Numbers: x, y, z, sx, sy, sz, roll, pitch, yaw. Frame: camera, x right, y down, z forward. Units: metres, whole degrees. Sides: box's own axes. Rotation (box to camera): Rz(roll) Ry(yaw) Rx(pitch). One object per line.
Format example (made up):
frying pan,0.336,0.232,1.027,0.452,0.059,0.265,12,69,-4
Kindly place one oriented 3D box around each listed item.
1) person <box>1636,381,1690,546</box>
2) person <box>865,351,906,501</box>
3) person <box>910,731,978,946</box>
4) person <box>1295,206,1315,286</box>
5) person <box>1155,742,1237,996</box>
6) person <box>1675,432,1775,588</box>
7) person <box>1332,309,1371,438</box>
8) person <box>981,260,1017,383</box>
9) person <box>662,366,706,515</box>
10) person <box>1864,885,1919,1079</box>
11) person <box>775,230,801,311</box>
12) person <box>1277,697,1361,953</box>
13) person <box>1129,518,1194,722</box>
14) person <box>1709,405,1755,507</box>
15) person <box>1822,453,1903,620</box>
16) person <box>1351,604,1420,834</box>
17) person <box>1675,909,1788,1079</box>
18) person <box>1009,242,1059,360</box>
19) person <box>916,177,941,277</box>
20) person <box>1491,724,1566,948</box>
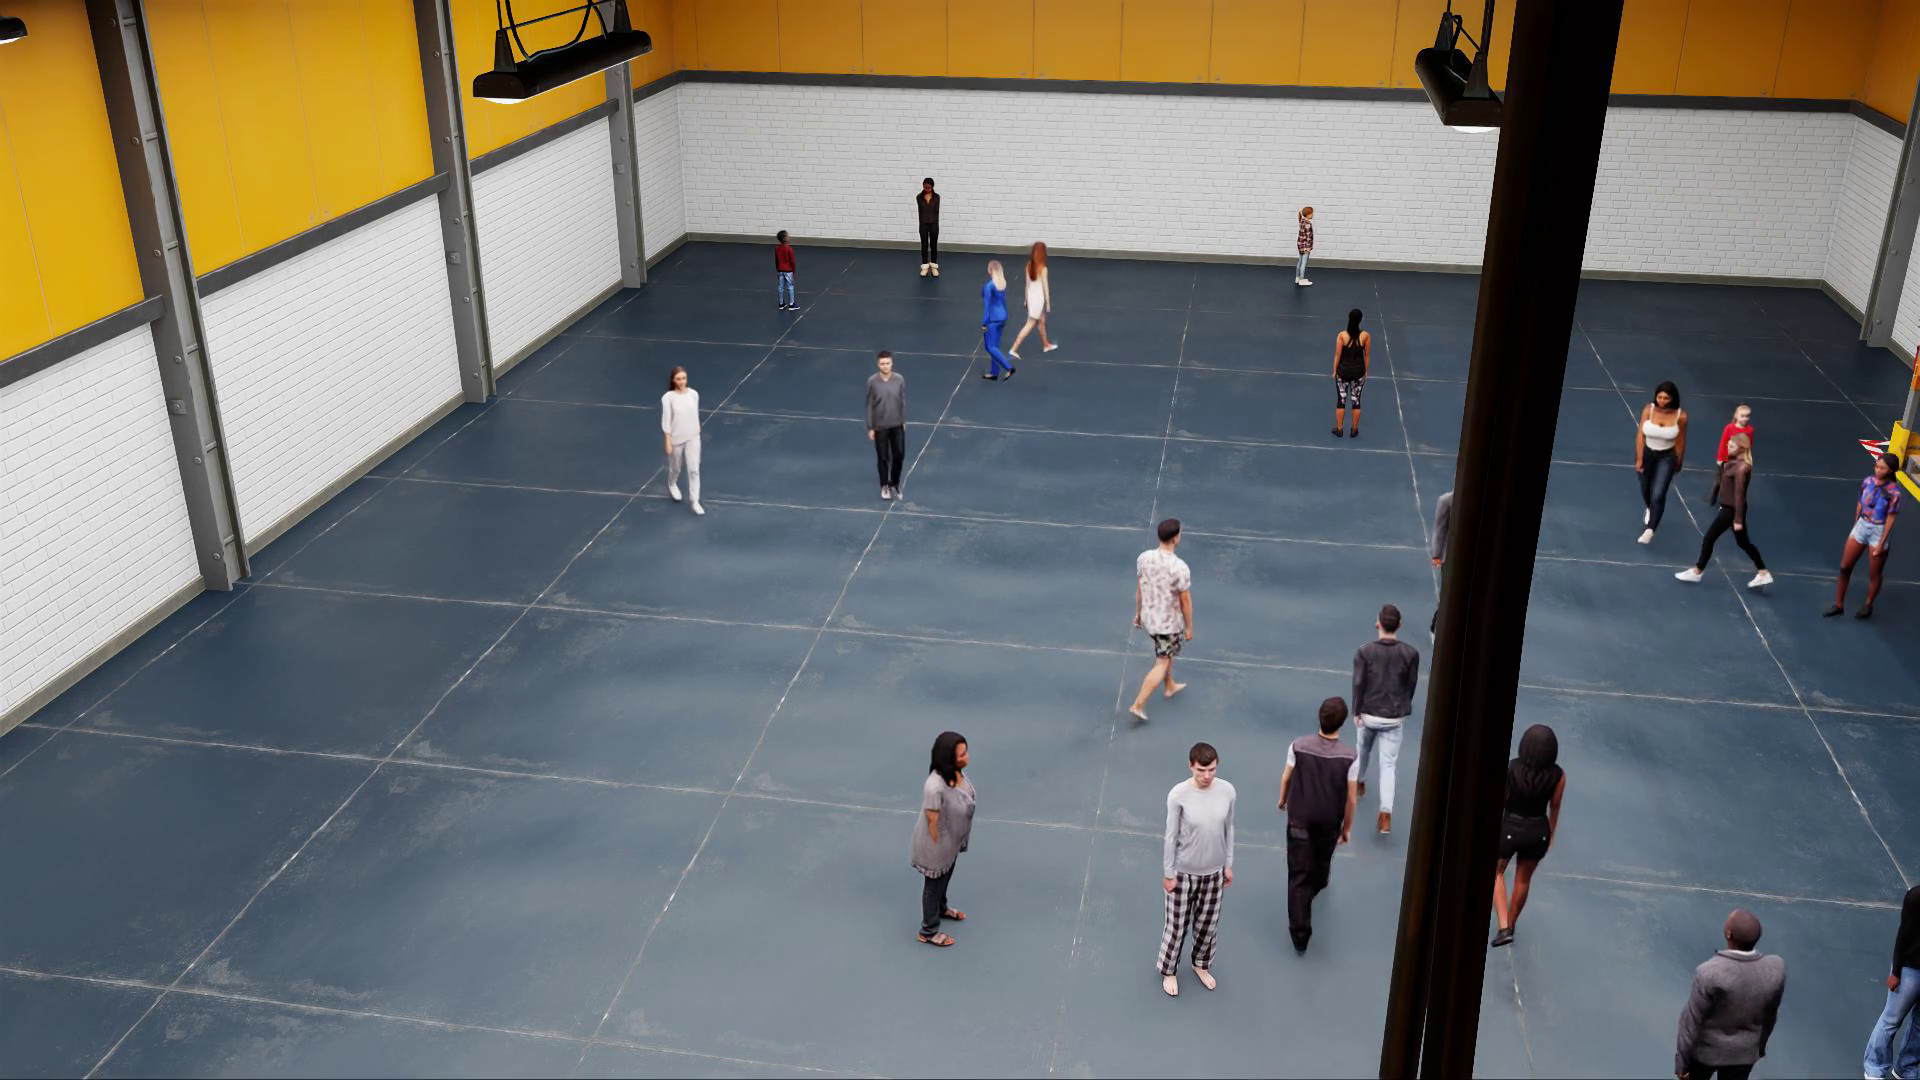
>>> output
person,7.521,-0.875,17.943,0.993,1.753,1.288,14,27,28
person,-0.845,-1.329,18.987,0.736,1.749,0.759,-5,24,-12
person,-0.135,2.027,11.492,0.703,1.603,0.614,6,24,13
person,5.756,-4.926,27.770,0.647,1.305,0.523,-3,24,-6
person,1.557,2.140,10.929,0.703,1.847,0.668,-5,24,-11
person,7.826,-0.253,16.633,0.922,1.661,1.144,13,27,27
person,4.903,-2.114,20.888,0.607,1.663,0.540,1,24,2
person,0.575,-2.976,22.839,0.888,1.681,0.890,13,27,28
person,-3.153,-1.152,18.696,1.022,1.658,1.129,-12,27,-26
person,5.817,2.586,10.028,0.613,1.749,0.560,1,24,3
person,-2.764,-4.282,26.361,0.561,1.253,0.569,12,26,26
person,2.421,1.973,11.357,0.655,1.808,1.113,4,24,9
person,1.697,0.699,14.290,1.238,1.794,1.087,-22,32,-40
person,8.633,-0.911,18.621,0.504,1.276,0.663,3,24,8
person,8.869,-0.035,16.060,0.923,1.722,0.876,-14,27,-29
person,3.247,1.384,12.700,0.661,1.812,1.129,3,24,7
person,4.291,2.890,9.271,0.778,1.799,1.054,1,24,2
person,1.017,-3.372,23.770,1.186,1.661,1.102,-17,29,-33
person,-0.528,-5.350,28.294,0.618,1.660,0.669,1,24,1
person,3.806,2.060,11.266,0.599,1.723,0.829,3,24,8
